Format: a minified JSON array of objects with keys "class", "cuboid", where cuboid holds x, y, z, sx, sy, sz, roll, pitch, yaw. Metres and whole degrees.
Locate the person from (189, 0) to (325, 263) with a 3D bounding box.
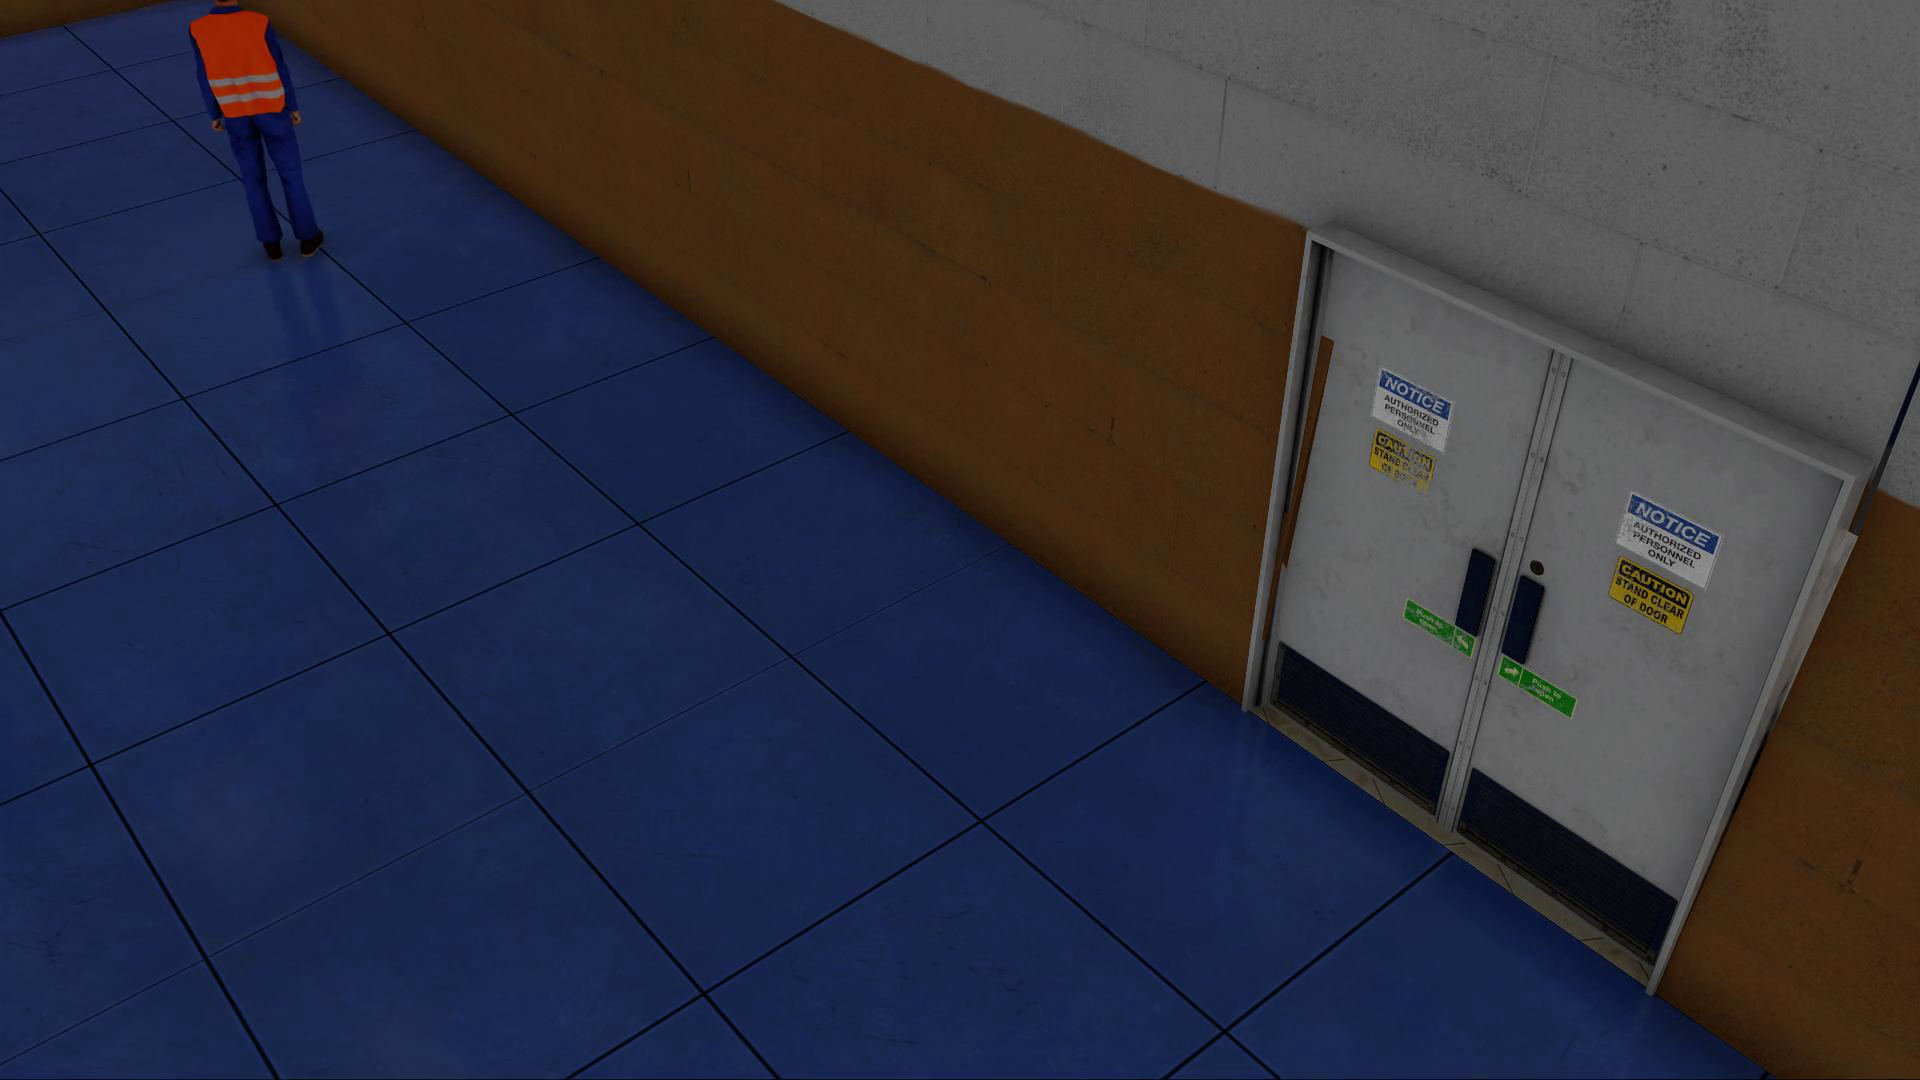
[{"class":"person","cuboid":[-4.320,-2.615,10.204,0.707,1.864,0.840,-9,38,-11]}]
